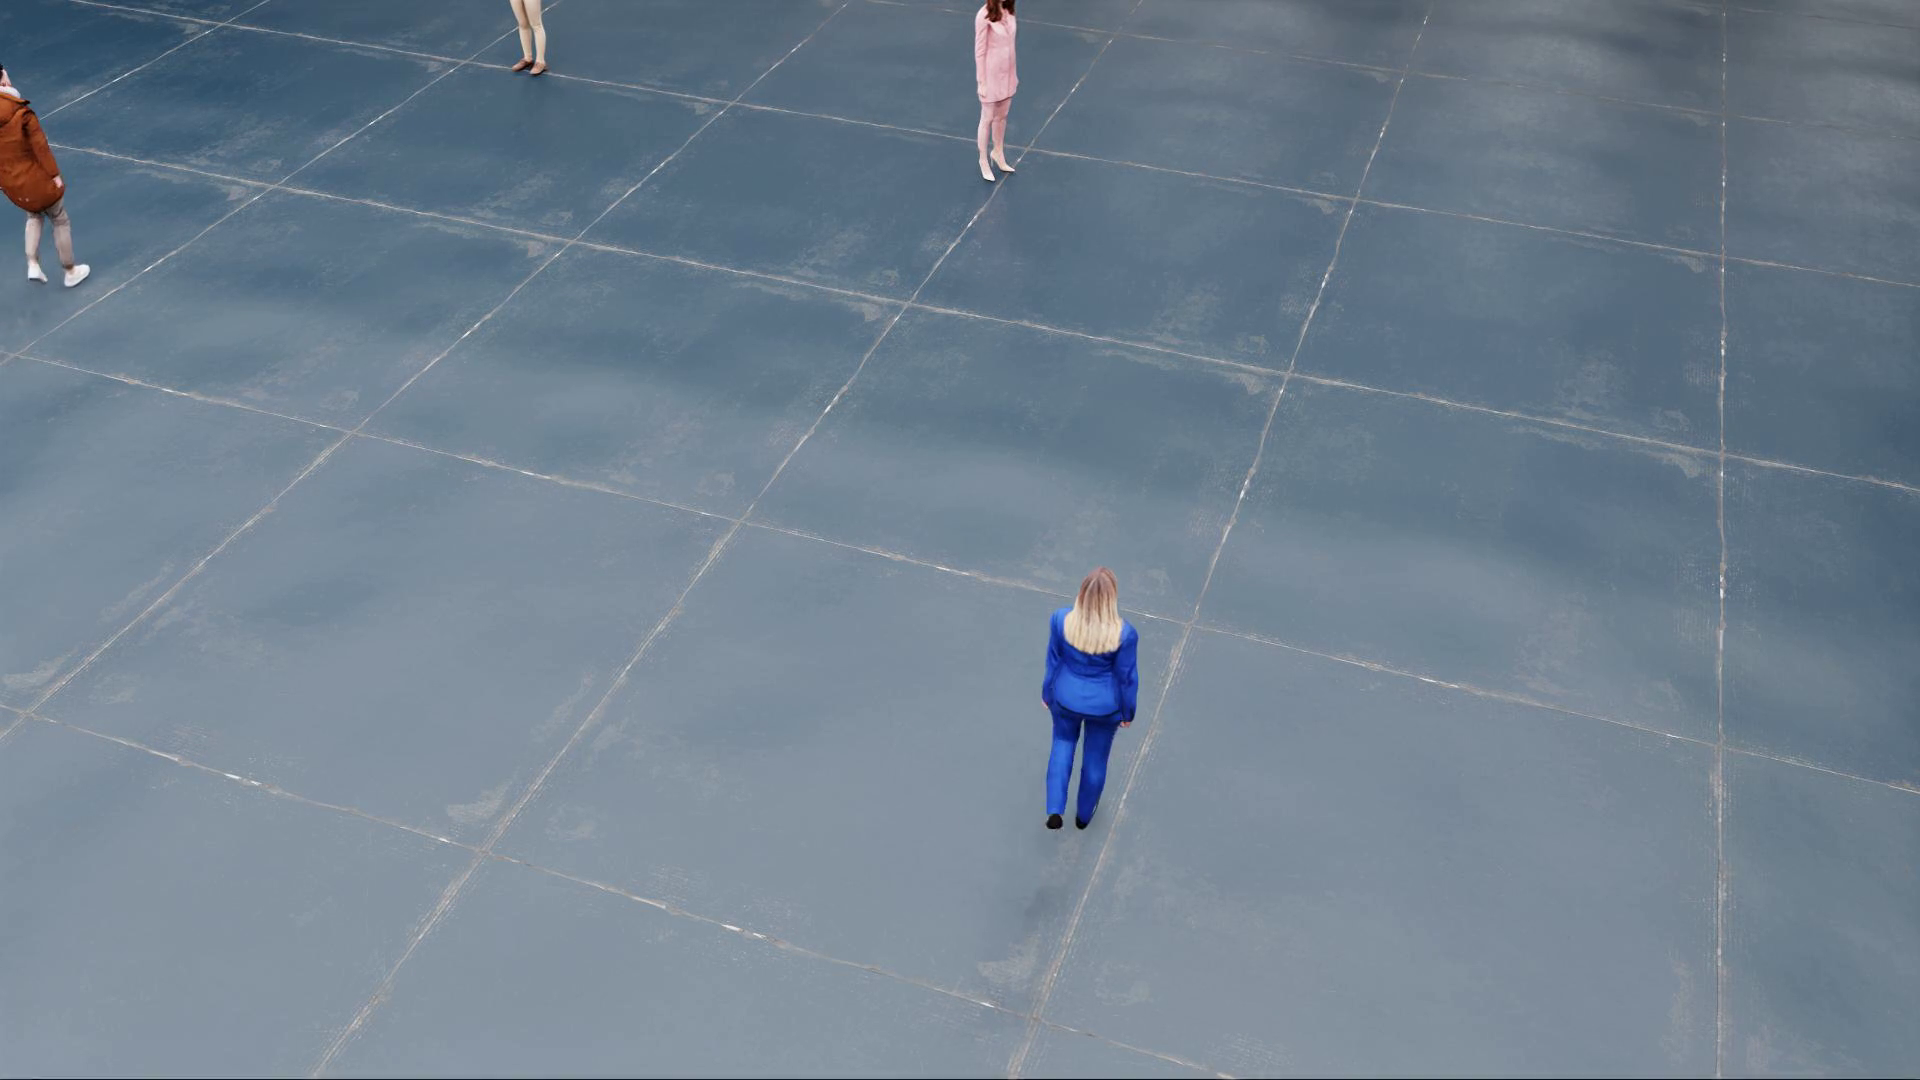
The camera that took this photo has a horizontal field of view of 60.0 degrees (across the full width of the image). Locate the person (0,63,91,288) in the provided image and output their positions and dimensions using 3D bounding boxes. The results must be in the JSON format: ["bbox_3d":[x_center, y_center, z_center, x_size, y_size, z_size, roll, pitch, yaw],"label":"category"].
[{"bbox_3d":[-7.125,-2.708,12.641,0.823,1.823,0.895,3,38,3],"label":"person"}]

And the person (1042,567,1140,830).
[{"bbox_3d":[0.605,0.862,8.186,0.633,1.689,0.719,11,39,14],"label":"person"}]

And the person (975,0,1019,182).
[{"bbox_3d":[0.305,-4.002,14.312,0.607,1.803,0.744,-31,48,-34],"label":"person"}]

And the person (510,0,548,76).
[{"bbox_3d":[-4.255,-5.416,16.241,0.617,1.652,0.566,13,40,16],"label":"person"}]
